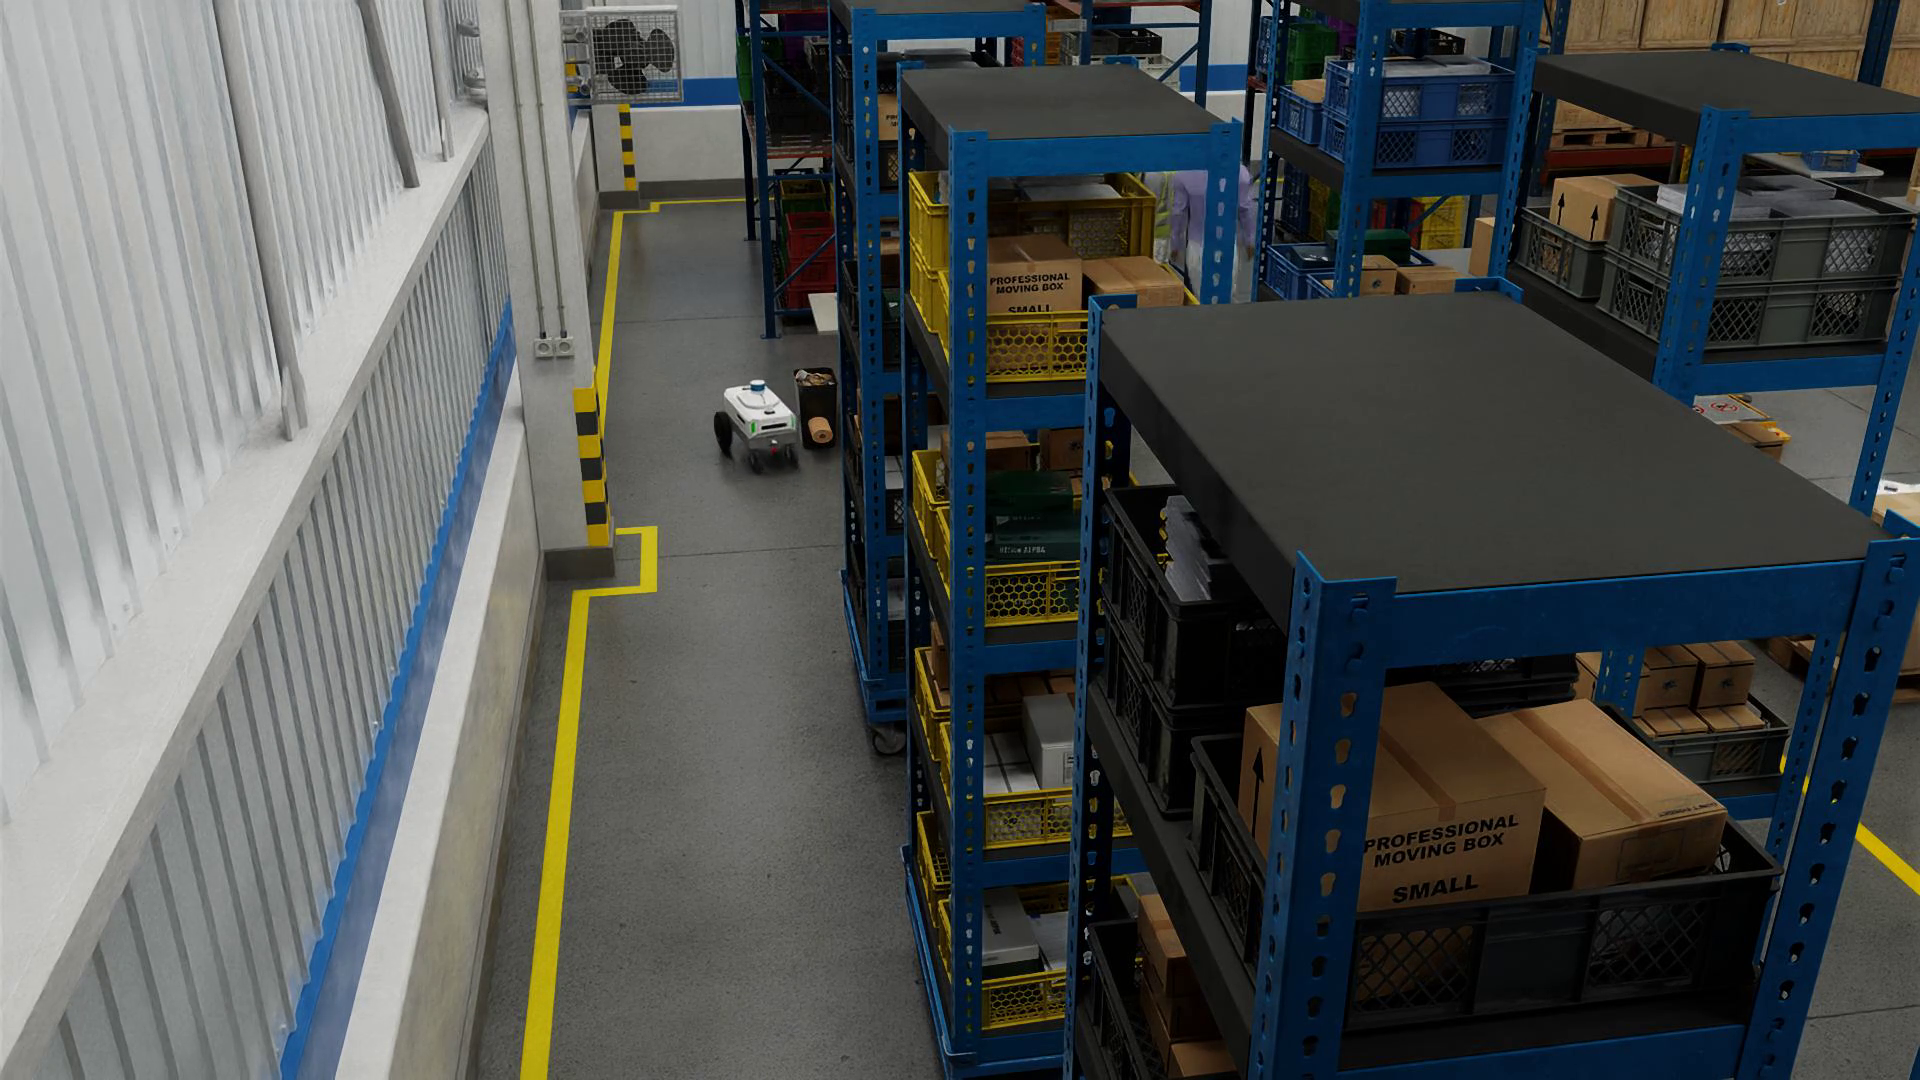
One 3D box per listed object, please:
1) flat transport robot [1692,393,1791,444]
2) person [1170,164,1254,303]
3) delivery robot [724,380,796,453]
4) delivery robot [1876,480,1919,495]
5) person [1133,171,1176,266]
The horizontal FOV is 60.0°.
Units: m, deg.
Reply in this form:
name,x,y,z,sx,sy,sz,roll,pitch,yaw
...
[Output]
name,x,y,z,sx,sy,sz,roll,pitch,yaw
flat transport robot,5.224,-0.859,12.132,1.431,0.197,0.652,-4,25,-8
person,2.063,-2.455,13.672,0.676,1.902,0.562,7,26,14
delivery robot,-1.418,-0.888,11.751,0.477,0.478,0.707,-10,27,-21
delivery robot,5.954,-0.162,10.172,0.707,0.478,0.477,17,30,33
person,1.643,-2.631,14.134,0.429,1.837,0.629,9,26,19
